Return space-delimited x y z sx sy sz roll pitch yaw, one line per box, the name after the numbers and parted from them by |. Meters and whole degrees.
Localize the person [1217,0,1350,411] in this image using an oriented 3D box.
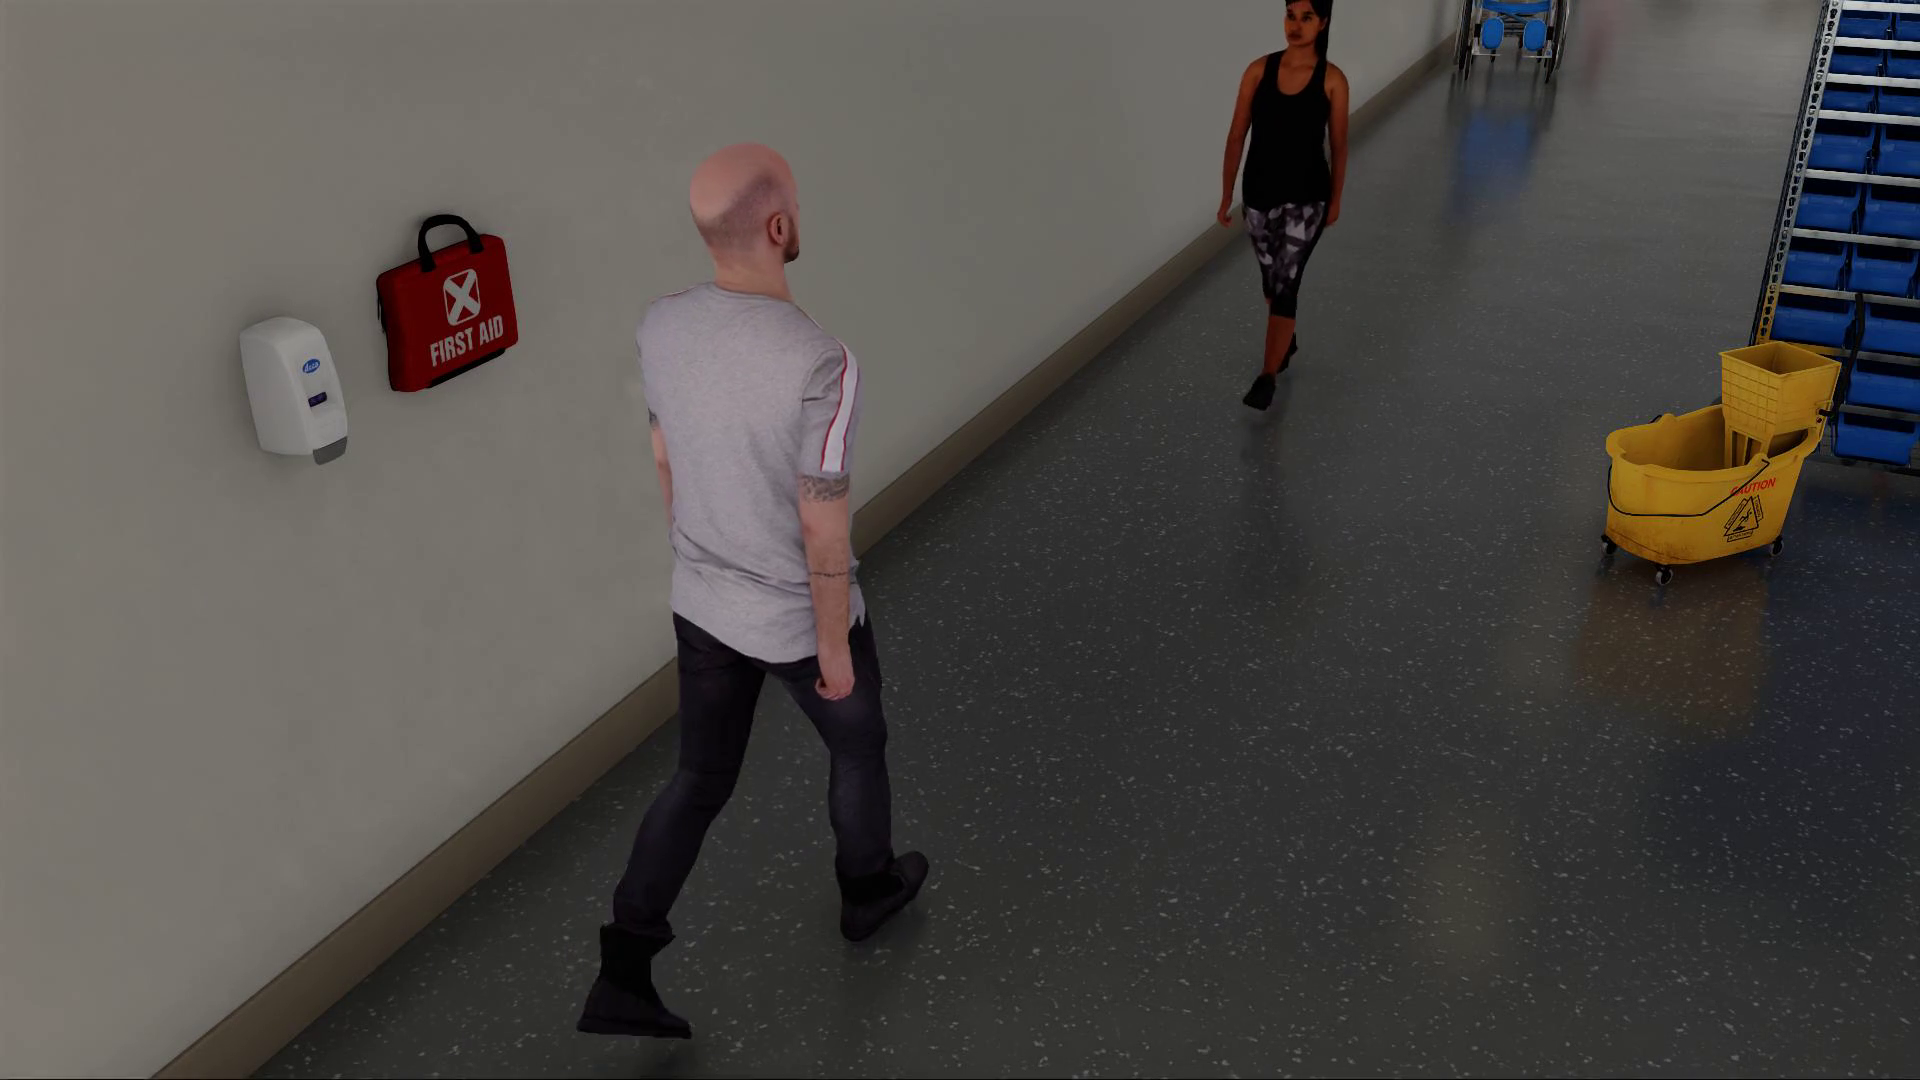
1.319 -1.379 6.651 0.998 1.622 0.656 12 28 24 | person

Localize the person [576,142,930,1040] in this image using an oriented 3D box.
-0.448 0.178 3.207 1.190 1.810 0.870 17 30 31 | person
